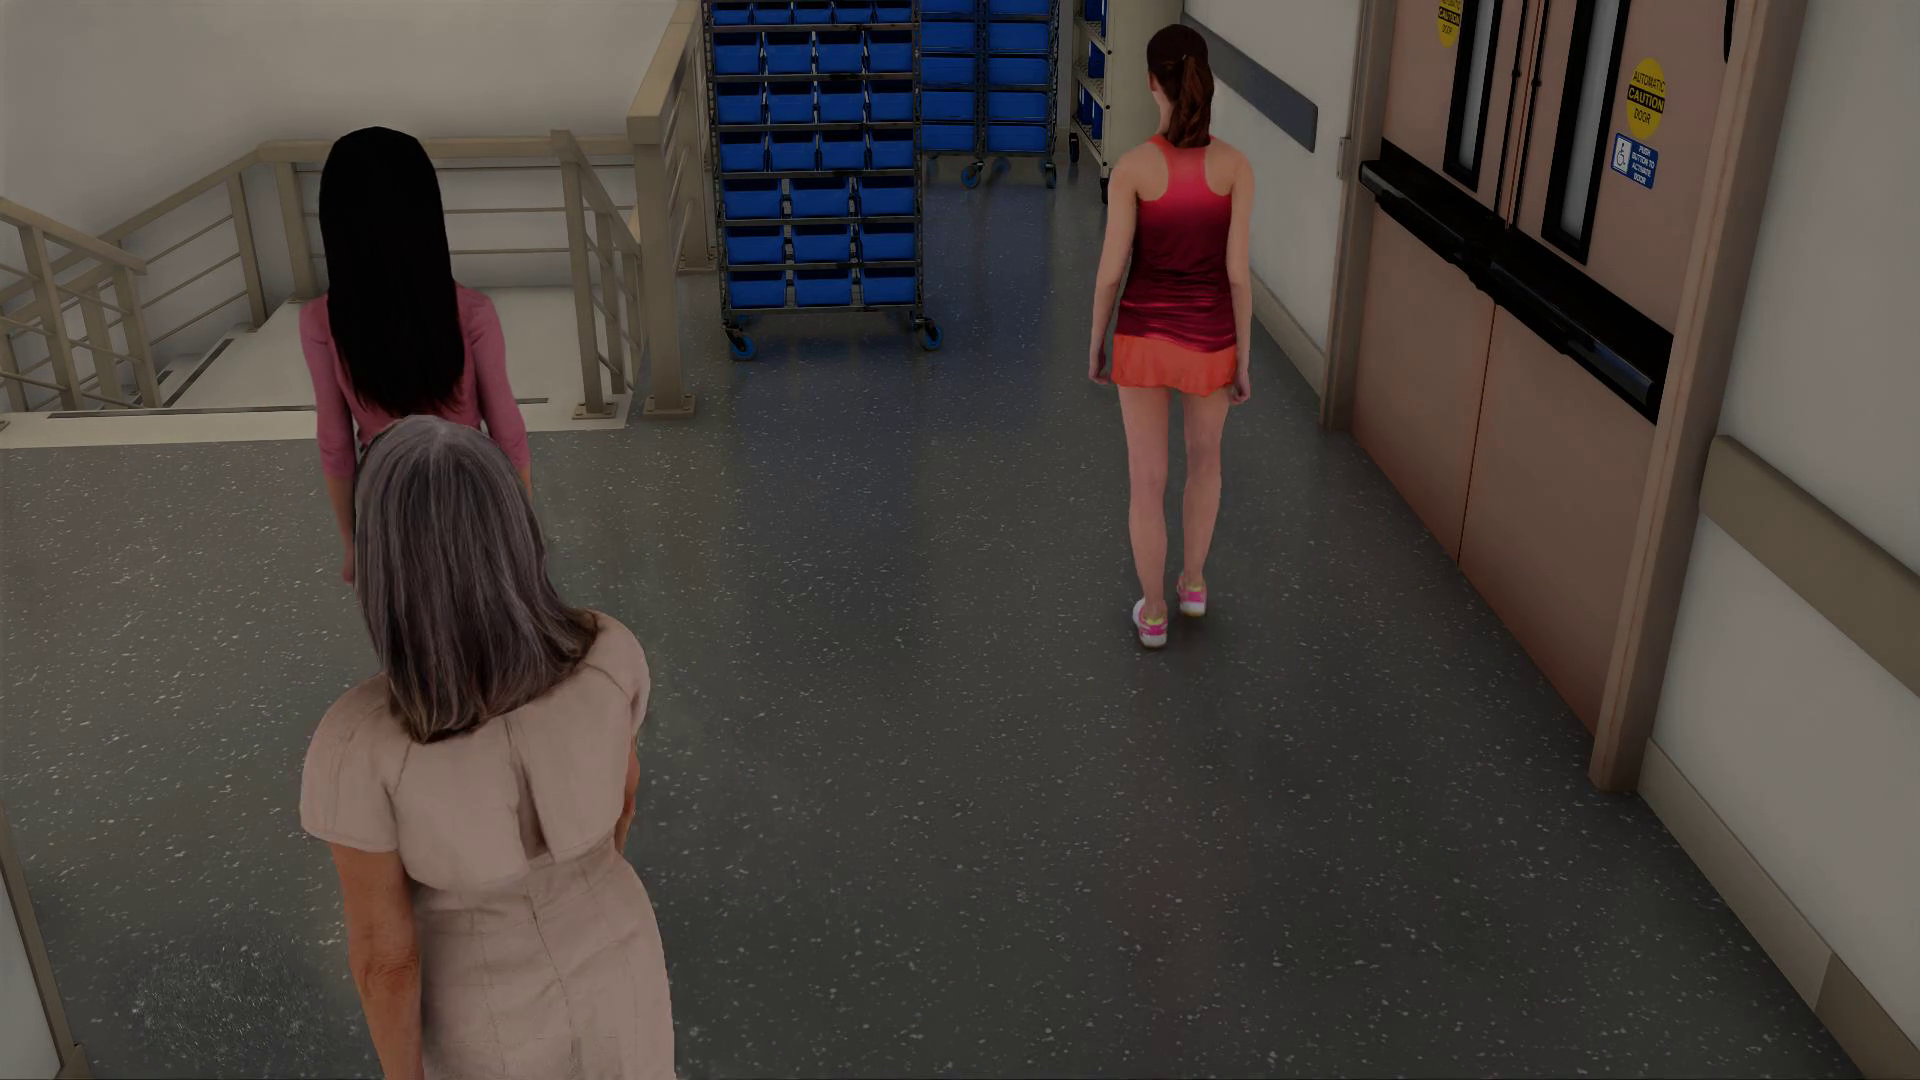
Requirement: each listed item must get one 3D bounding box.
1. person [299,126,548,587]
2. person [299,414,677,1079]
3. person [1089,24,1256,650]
[{"bbox_3d":[-1.116,-0.005,3.534,0.584,1.741,0.518,-4,26,-8],"label":"person"},{"bbox_3d":[-0.487,0.708,2.119,0.964,1.686,1.227,-16,30,-30],"label":"person"},{"bbox_3d":[0.591,-0.489,4.534,0.607,1.744,0.625,0,26,0],"label":"person"}]
